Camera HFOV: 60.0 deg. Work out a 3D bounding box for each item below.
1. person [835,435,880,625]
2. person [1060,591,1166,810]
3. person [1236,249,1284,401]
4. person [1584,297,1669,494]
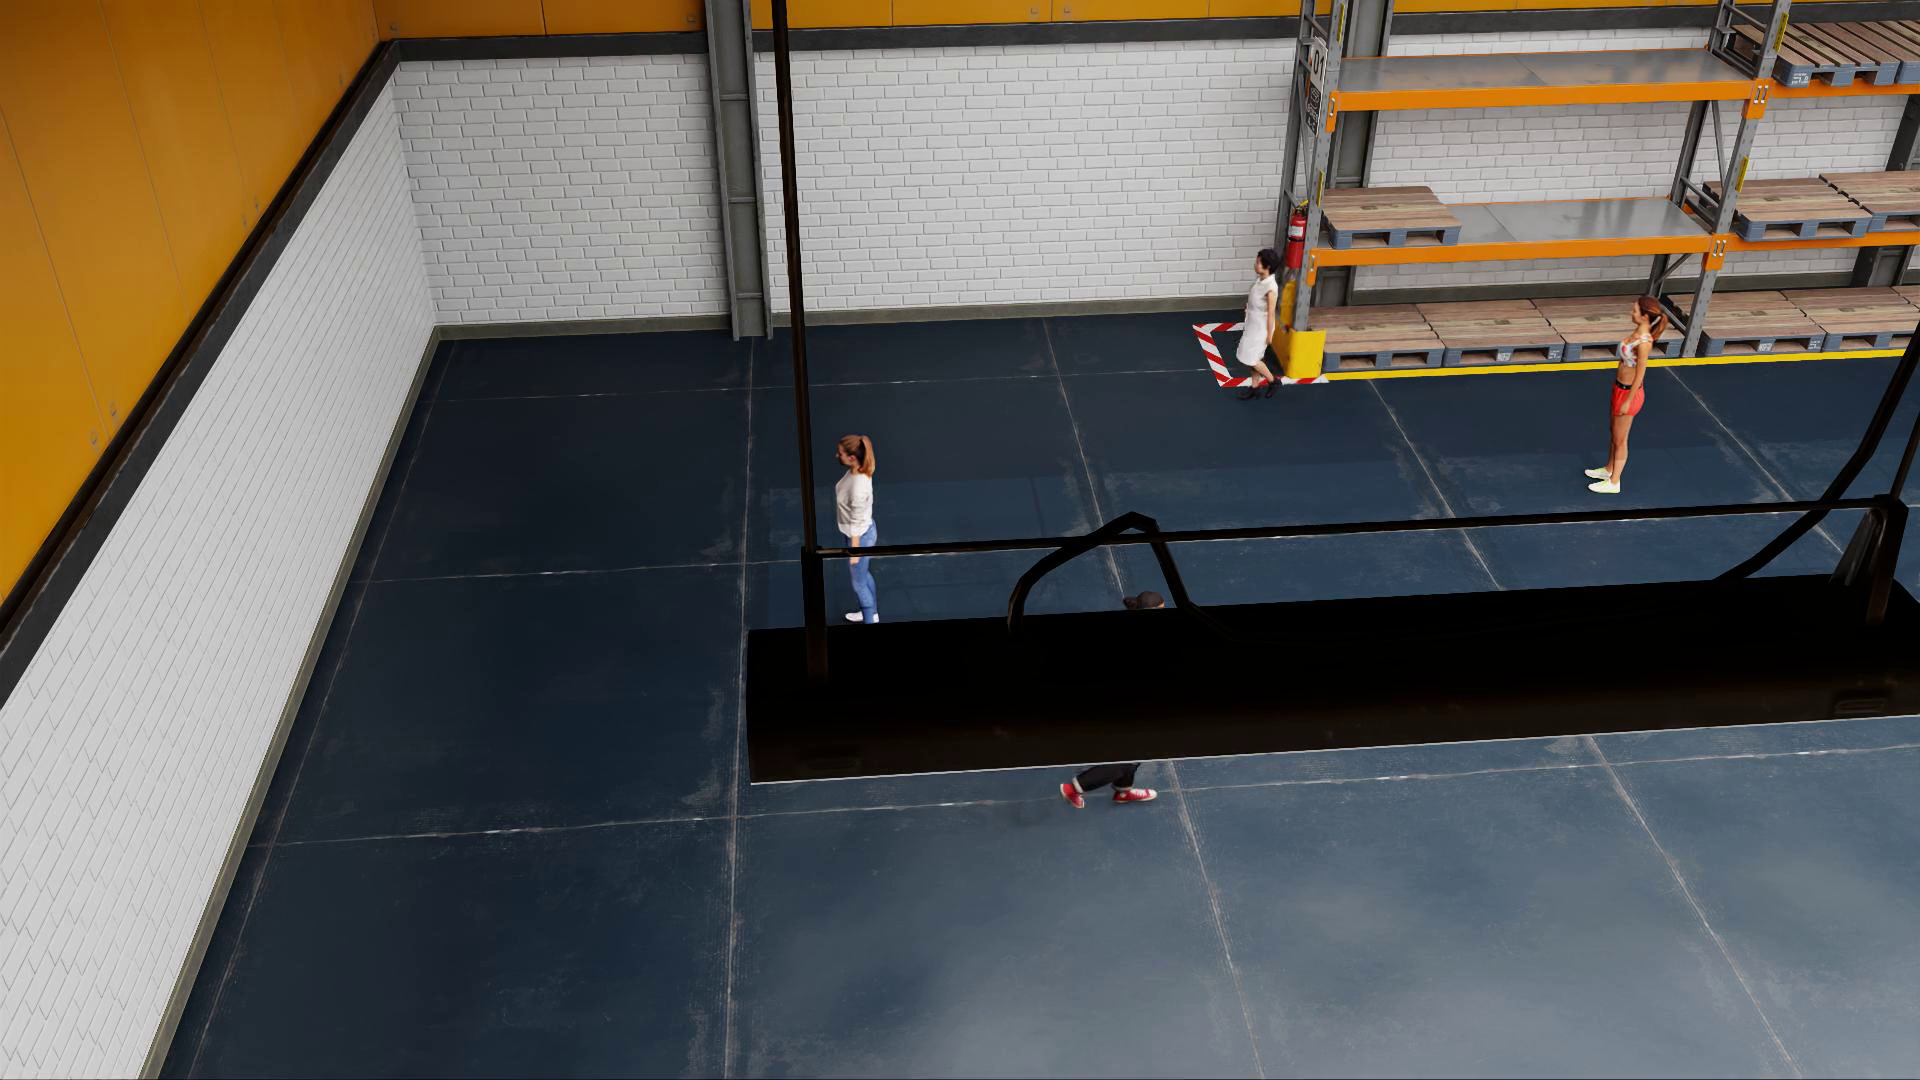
[{"bbox_3d":[-0.742,-0.020,12.310,0.499,1.721,0.587,-3,34,-4],"label":"person"},{"bbox_3d":[0.972,1.070,10.664,0.942,1.727,0.737,-6,34,-9],"label":"person"},{"bbox_3d":[2.847,-1.970,15.404,0.706,1.544,0.607,0,34,0],"label":"person"},{"bbox_3d":[5.642,-1.226,14.061,0.648,1.790,0.655,8,34,11],"label":"person"}]
